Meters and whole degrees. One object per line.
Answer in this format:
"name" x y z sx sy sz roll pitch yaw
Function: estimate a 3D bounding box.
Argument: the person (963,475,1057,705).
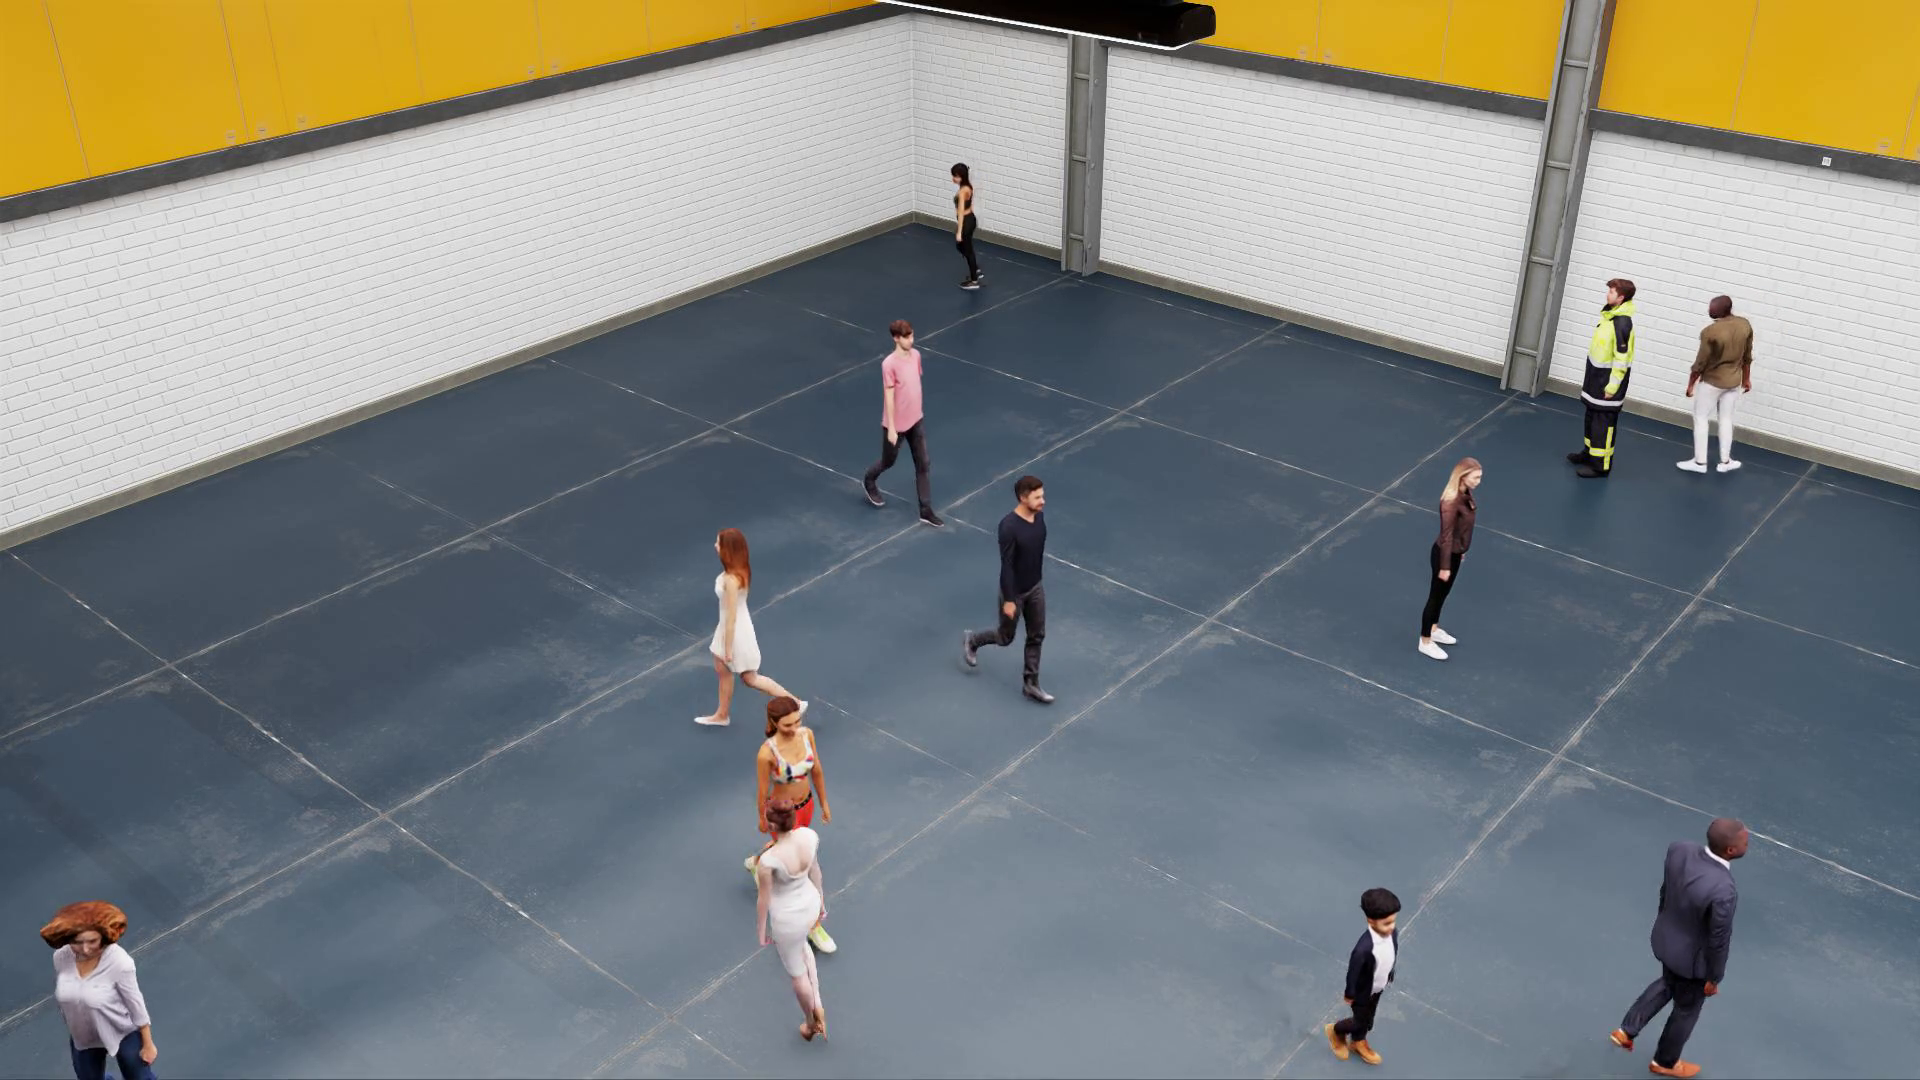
"person" 0.386 0.346 12.575 0.693 1.843 1.115 -25 38 -38

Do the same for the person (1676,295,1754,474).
"person" 7.367 -1.483 15.987 0.900 1.786 0.906 0 29 0

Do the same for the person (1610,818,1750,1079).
"person" 3.915 2.258 9.111 0.950 1.804 0.887 -5 29 -10

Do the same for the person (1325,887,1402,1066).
"person" 2.263 2.438 9.392 0.532 1.218 0.574 -24 37 -37

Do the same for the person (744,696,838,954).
"person" -1.102 1.654 10.269 1.142 1.755 0.597 24 37 36

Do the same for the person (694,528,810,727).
"person" -1.536 0.684 12.121 1.138 1.684 1.008 1 29 1

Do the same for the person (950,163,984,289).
"person" 0.116 -3.882 20.561 0.779 1.617 0.729 7 29 13

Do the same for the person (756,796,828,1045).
"person" -0.858 2.177 9.282 0.621 1.782 0.680 -25 37 -38

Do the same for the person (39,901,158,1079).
"person" -4.449 2.526 8.729 0.822 1.699 0.900 7 29 12

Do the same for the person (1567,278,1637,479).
"person" 6.202 -1.559 15.924 0.884 1.980 0.874 2 29 4

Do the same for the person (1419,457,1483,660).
"person" 3.856 0.113 13.145 0.545 1.705 0.633 16 33 27

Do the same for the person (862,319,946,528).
"person" -0.586 -1.087 15.122 1.237 1.920 0.692 25 37 38
